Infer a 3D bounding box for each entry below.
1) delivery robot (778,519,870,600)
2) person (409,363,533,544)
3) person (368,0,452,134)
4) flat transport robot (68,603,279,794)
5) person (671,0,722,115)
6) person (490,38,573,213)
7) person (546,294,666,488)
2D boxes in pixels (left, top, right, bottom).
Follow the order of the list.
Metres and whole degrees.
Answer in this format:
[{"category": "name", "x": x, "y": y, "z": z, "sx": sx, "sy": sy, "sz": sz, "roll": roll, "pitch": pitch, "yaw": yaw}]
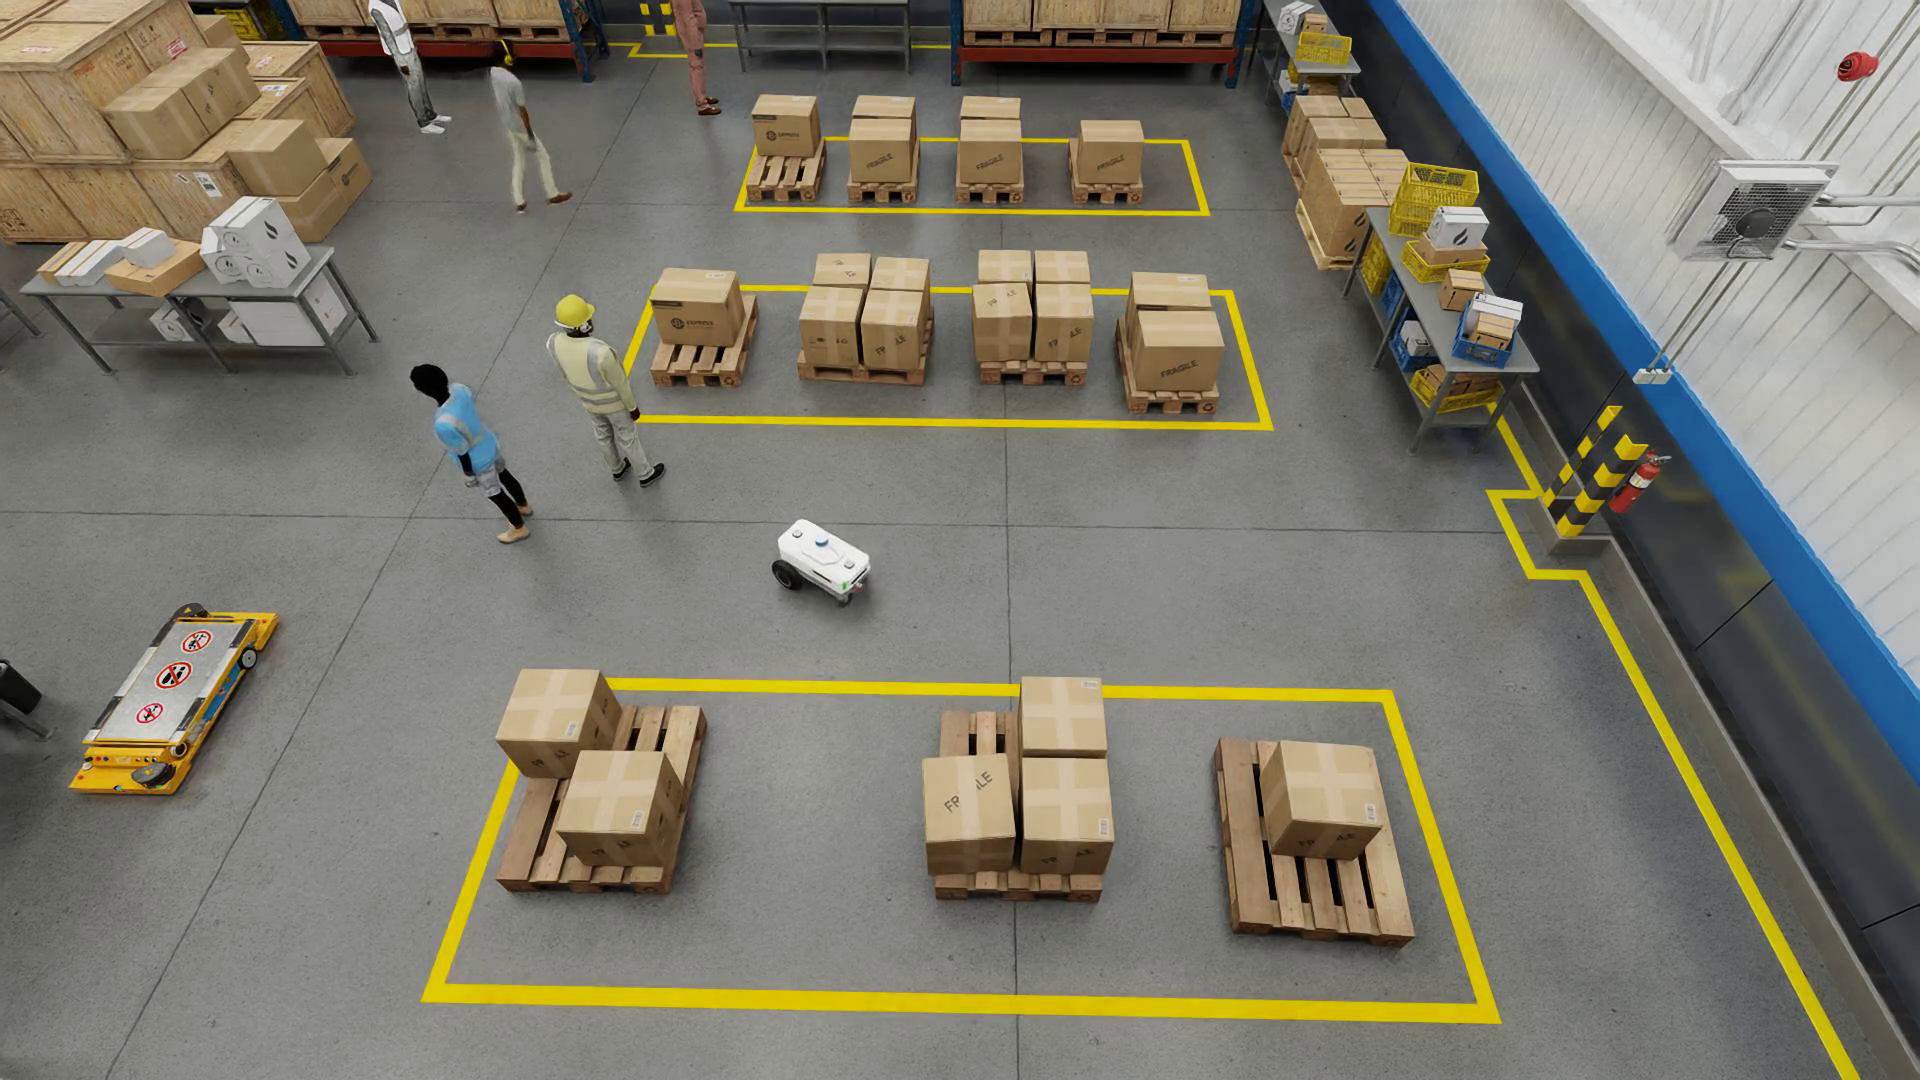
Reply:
[{"category": "delivery robot", "x": -1.031, "y": 0.135, "z": 6.991, "sx": 0.707, "sy": 0.478, "sz": 0.477, "roll": 28, "pitch": 55, "yaw": 22}, {"category": "person", "x": -3.677, "y": -0.647, "z": 6.966, "sx": 0.321, "sy": 1.698, "sz": 0.537, "roll": -6, "pitch": 50, "yaw": -5}, {"category": "person", "x": -6.948, "y": -6.090, "z": 11.438, "sx": 0.386, "sy": 1.911, "sz": 0.589, "roll": -3, "pitch": 50, "yaw": -3}, {"category": "flat transport robot", "x": -5.504, "y": 1.072, "z": 6.442, "sx": 0.652, "sy": 0.197, "sz": 1.431, "roll": 1, "pitch": 50, "yaw": 1}, {"category": "person", "x": -3.419, "y": -6.496, "z": 11.791, "sx": 0.402, "sy": 1.900, "sz": 0.636, "roll": -17, "pitch": 52, "yaw": -14}, {"category": "person", "x": -4.946, "y": -4.545, "z": 10.192, "sx": 0.531, "sy": 1.831, "sz": 0.686, "roll": 26, "pitch": 54, "yaw": 20}, {"category": "person", "x": -2.825, "y": -1.153, "z": 7.308, "sx": 0.588, "sy": 1.833, "sz": 0.404, "roll": 15, "pitch": 51, "yaw": 13}]
